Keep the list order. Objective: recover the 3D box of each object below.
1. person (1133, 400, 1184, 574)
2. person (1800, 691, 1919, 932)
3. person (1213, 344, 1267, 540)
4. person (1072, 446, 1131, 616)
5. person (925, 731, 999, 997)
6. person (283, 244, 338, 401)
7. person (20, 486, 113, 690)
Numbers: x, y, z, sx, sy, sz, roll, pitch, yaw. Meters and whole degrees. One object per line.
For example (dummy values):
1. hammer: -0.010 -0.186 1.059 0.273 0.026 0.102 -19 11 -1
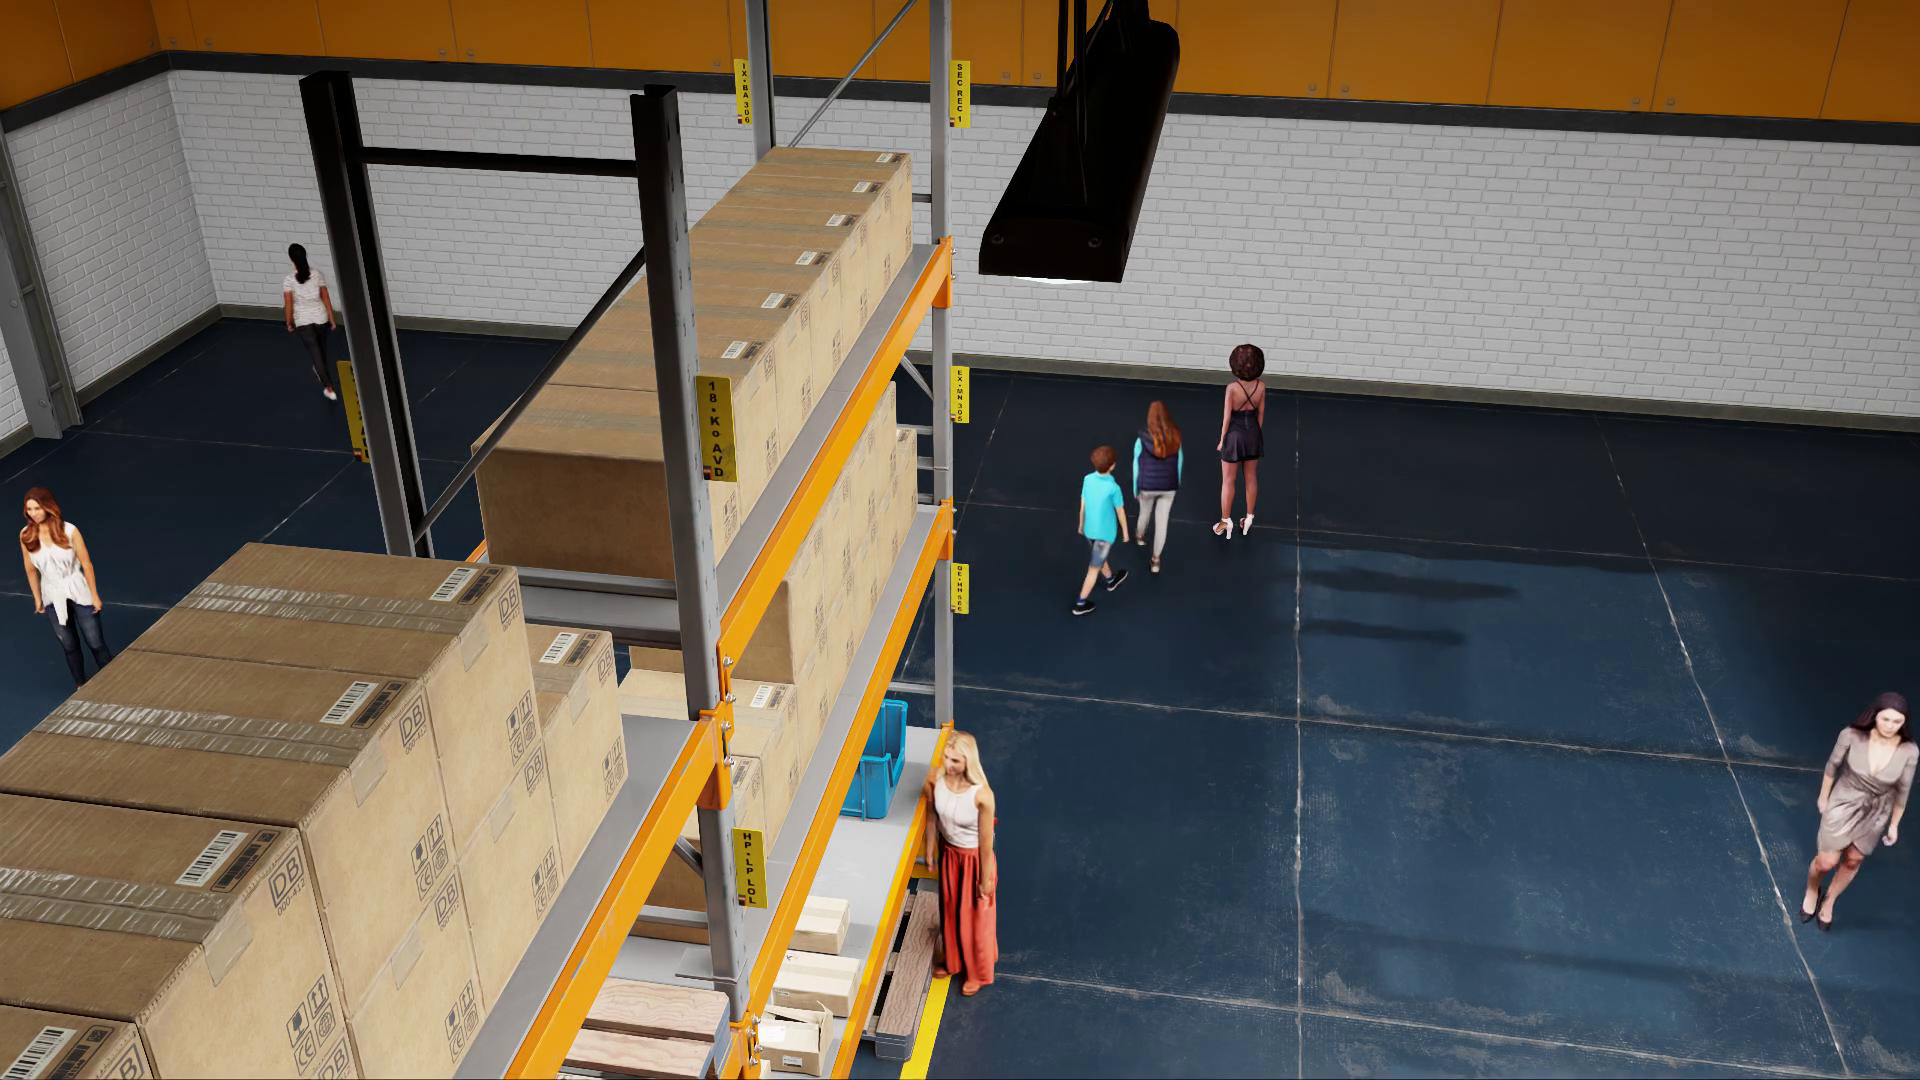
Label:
1. person: 1.663 -0.420 13.910 0.627 1.469 0.915 2 29 3
2. person: 5.361 1.592 9.944 0.648 1.734 0.655 11 30 19
3. person: 2.431 -0.848 14.358 0.643 1.790 0.670 -9 30 -16
4. person: 1.077 -0.053 13.299 0.873 1.409 1.022 25 37 38
5. person: 0.033 1.820 9.458 0.730 1.799 0.762 20 34 32
6. person: -6.599 -2.200 17.021 1.003 1.613 1.023 -22 35 -34
7. person: -6.447 0.417 12.045 0.662 1.784 0.630 -4 29 -7
